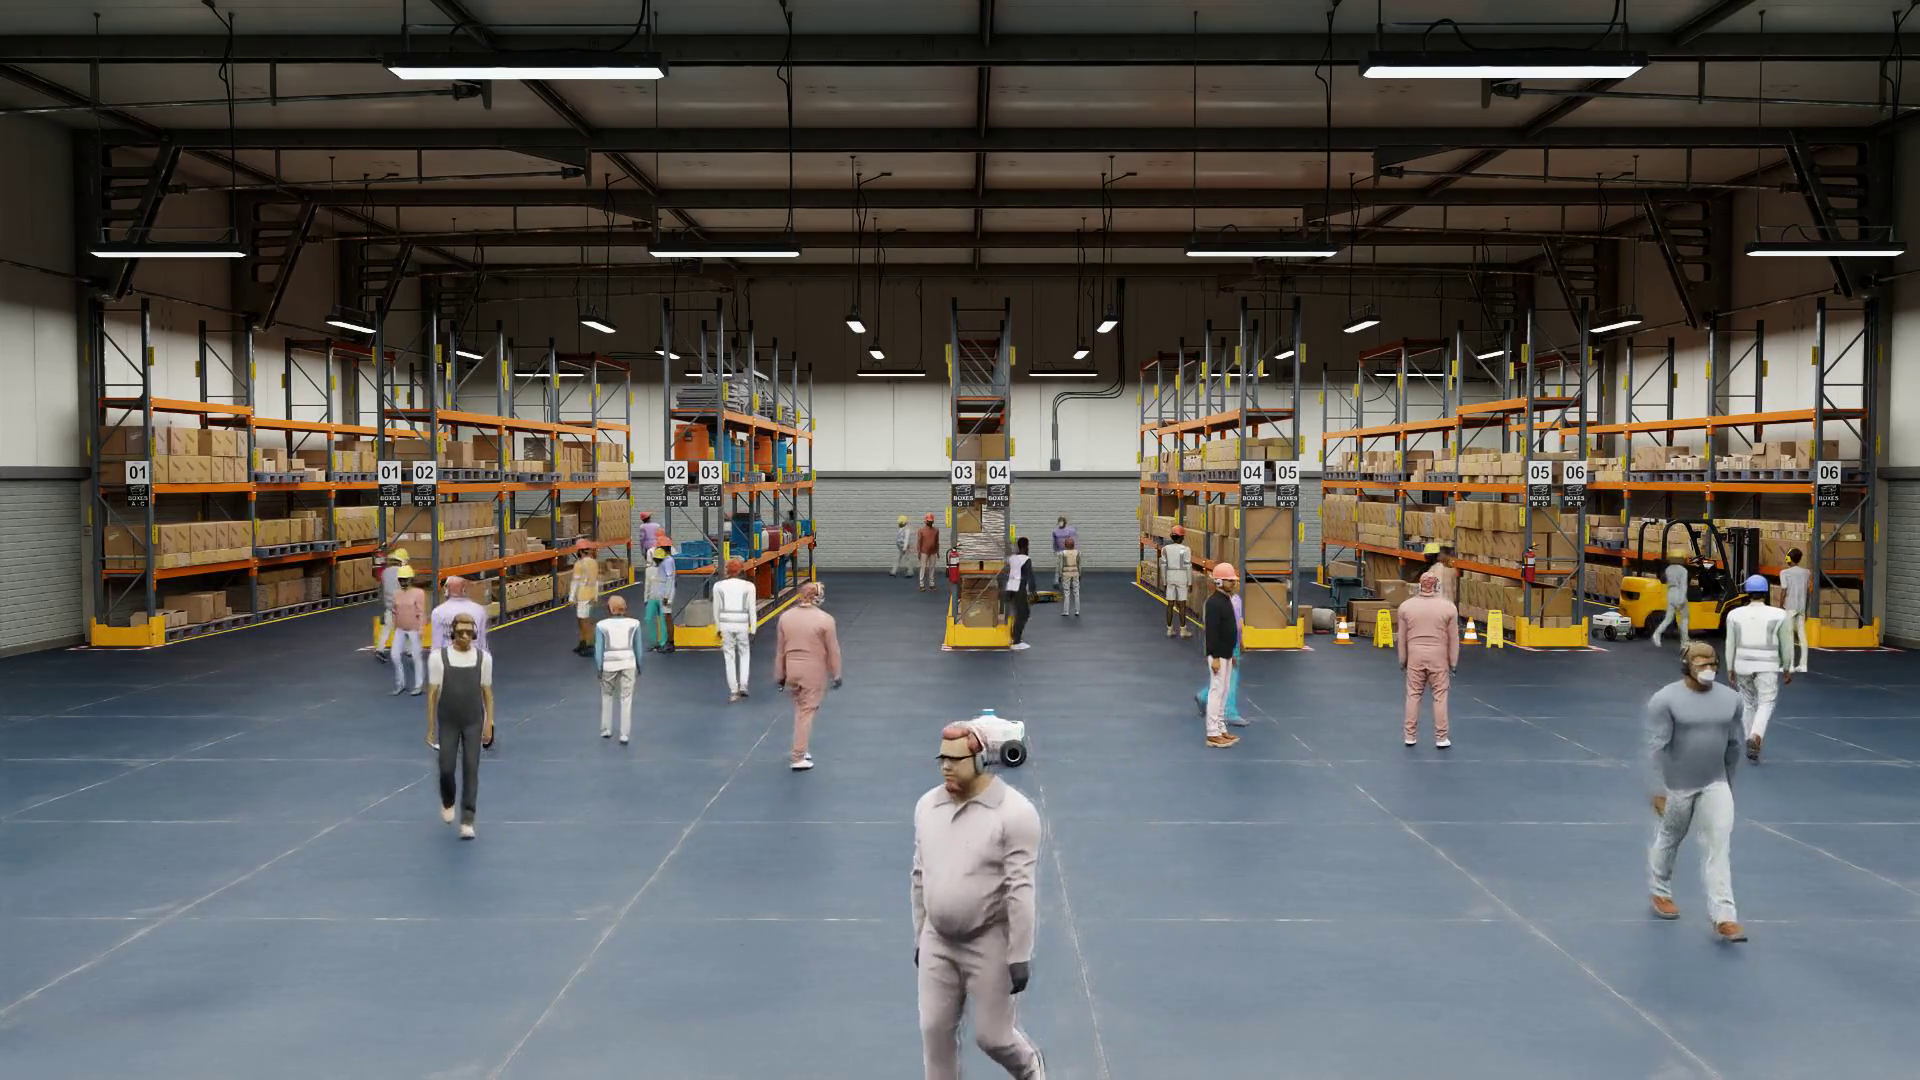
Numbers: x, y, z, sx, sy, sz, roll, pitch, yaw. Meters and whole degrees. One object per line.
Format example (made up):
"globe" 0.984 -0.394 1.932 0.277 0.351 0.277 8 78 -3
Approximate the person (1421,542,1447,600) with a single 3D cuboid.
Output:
"person" 7.289 0.990 25.114 0.661 1.902 0.608 0 2 12

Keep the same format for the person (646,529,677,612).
"person" -5.737 0.762 30.830 0.570 1.905 0.875 0 2 2

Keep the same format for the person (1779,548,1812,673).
"person" 12.477 1.053 24.148 0.531 1.860 0.313 0 2 -7

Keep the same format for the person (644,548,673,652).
"person" -5.049 1.001 26.875 0.569 1.742 0.484 1 2 17

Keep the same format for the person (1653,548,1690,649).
"person" 12.118 0.992 27.385 0.689 1.721 0.489 -1 2 -22

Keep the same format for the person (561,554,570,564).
"person" -10.570 0.337 42.795 0.541 1.817 0.996 0 2 1

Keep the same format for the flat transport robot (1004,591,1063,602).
"flat transport robot" 1.686 1.320 37.641 0.652 0.197 1.431 2 3 45

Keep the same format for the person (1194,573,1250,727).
"person" 3.119 1.270 19.160 0.715 1.821 0.581 2 3 36

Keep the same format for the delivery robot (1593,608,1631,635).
"delivery robot" 11.747 1.473 29.102 0.477 0.478 0.707 -1 2 -16

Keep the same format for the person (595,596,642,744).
"person" -3.788 1.425 17.917 0.526 1.607 0.764 -1 2 -16

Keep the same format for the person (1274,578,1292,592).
"person" 8.167 0.417 41.103 0.786 1.786 0.645 2 3 45

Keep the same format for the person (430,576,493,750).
"person" -5.303 1.320 17.186 0.738 1.886 0.656 2 3 40

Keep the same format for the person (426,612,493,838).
"person" -4.090 1.500 13.199 0.540 1.835 0.482 -1 3 -25

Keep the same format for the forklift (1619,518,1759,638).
"forklift" 13.417 0.684 29.791 2.313 2.155 1.214 0 2 0

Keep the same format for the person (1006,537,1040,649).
"person" 1.068 0.901 27.486 0.507 1.893 0.656 -1 2 -22

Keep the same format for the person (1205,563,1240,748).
"person" 2.870 1.243 17.667 0.391 1.992 0.640 1 2 23

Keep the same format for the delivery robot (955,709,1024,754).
"delivery robot" 0.296 1.973 16.505 0.707 0.478 0.477 0 2 -2

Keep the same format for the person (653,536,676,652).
"person" -4.944 0.900 27.028 0.367 1.933 0.553 0 2 -10

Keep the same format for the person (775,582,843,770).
"person" -1.505 1.360 16.306 0.657 1.869 0.757 1 3 28

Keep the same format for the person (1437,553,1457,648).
"person" 8.185 1.040 27.369 0.558 1.629 0.316 -1 2 -18

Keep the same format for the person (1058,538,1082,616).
"person" 2.310 0.774 33.865 0.514 1.642 0.314 -1 2 -15

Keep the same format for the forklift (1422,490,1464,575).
"forklift" 13.926 -0.371 47.846 1.873 2.768 1.129 0 2 0

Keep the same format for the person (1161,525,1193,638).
"person" 3.960 0.754 29.389 0.608 2.044 0.370 2 3 34

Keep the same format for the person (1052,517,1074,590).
"person" 2.707 0.332 42.055 0.646 1.898 1.034 1 2 24

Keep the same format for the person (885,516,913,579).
"person" -1.709 0.219 45.869 0.873 1.792 0.621 -1 2 -24

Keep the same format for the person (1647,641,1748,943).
"person" 4.757 1.588 10.465 0.650 1.882 1.039 0 2 0

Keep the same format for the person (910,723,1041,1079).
"person" 0.065 1.721 7.010 0.658 1.884 0.705 1 3 32

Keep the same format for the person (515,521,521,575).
"person" -11.184 0.425 40.831 0.584 1.782 0.903 0 2 1

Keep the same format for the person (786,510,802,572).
"person" -5.080 0.046 48.358 0.701 1.948 0.617 -1 3 -28

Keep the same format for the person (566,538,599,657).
"person" -6.206 0.937 26.327 0.668 1.915 0.561 1 2 17

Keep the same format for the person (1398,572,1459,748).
"person" 5.089 1.296 17.544 0.645 1.900 0.404 1 3 26

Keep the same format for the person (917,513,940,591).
"person" -0.793 0.308 41.225 0.623 1.989 0.399 -1 3 -26

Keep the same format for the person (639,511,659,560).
"person" -8.487 0.196 44.392 0.665 1.987 0.907 -1 3 -28

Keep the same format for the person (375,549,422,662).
"person" -8.927 1.031 25.556 0.590 1.800 0.901 1 2 18

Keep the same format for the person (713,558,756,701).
"person" -2.960 1.166 21.235 0.571 1.867 0.461 0 2 -4

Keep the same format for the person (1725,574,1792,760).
"person" 8.269 1.318 16.782 0.614 1.919 0.853 2 3 42

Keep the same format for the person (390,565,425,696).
"person" -7.371 1.214 21.525 0.533 1.750 0.551 1 2 13

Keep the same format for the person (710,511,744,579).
"person" -6.614 0.150 45.911 1.040 1.955 0.627 1 2 18

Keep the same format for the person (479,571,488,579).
"person" -12.186 0.363 41.328 0.650 1.883 1.059 0 2 7
